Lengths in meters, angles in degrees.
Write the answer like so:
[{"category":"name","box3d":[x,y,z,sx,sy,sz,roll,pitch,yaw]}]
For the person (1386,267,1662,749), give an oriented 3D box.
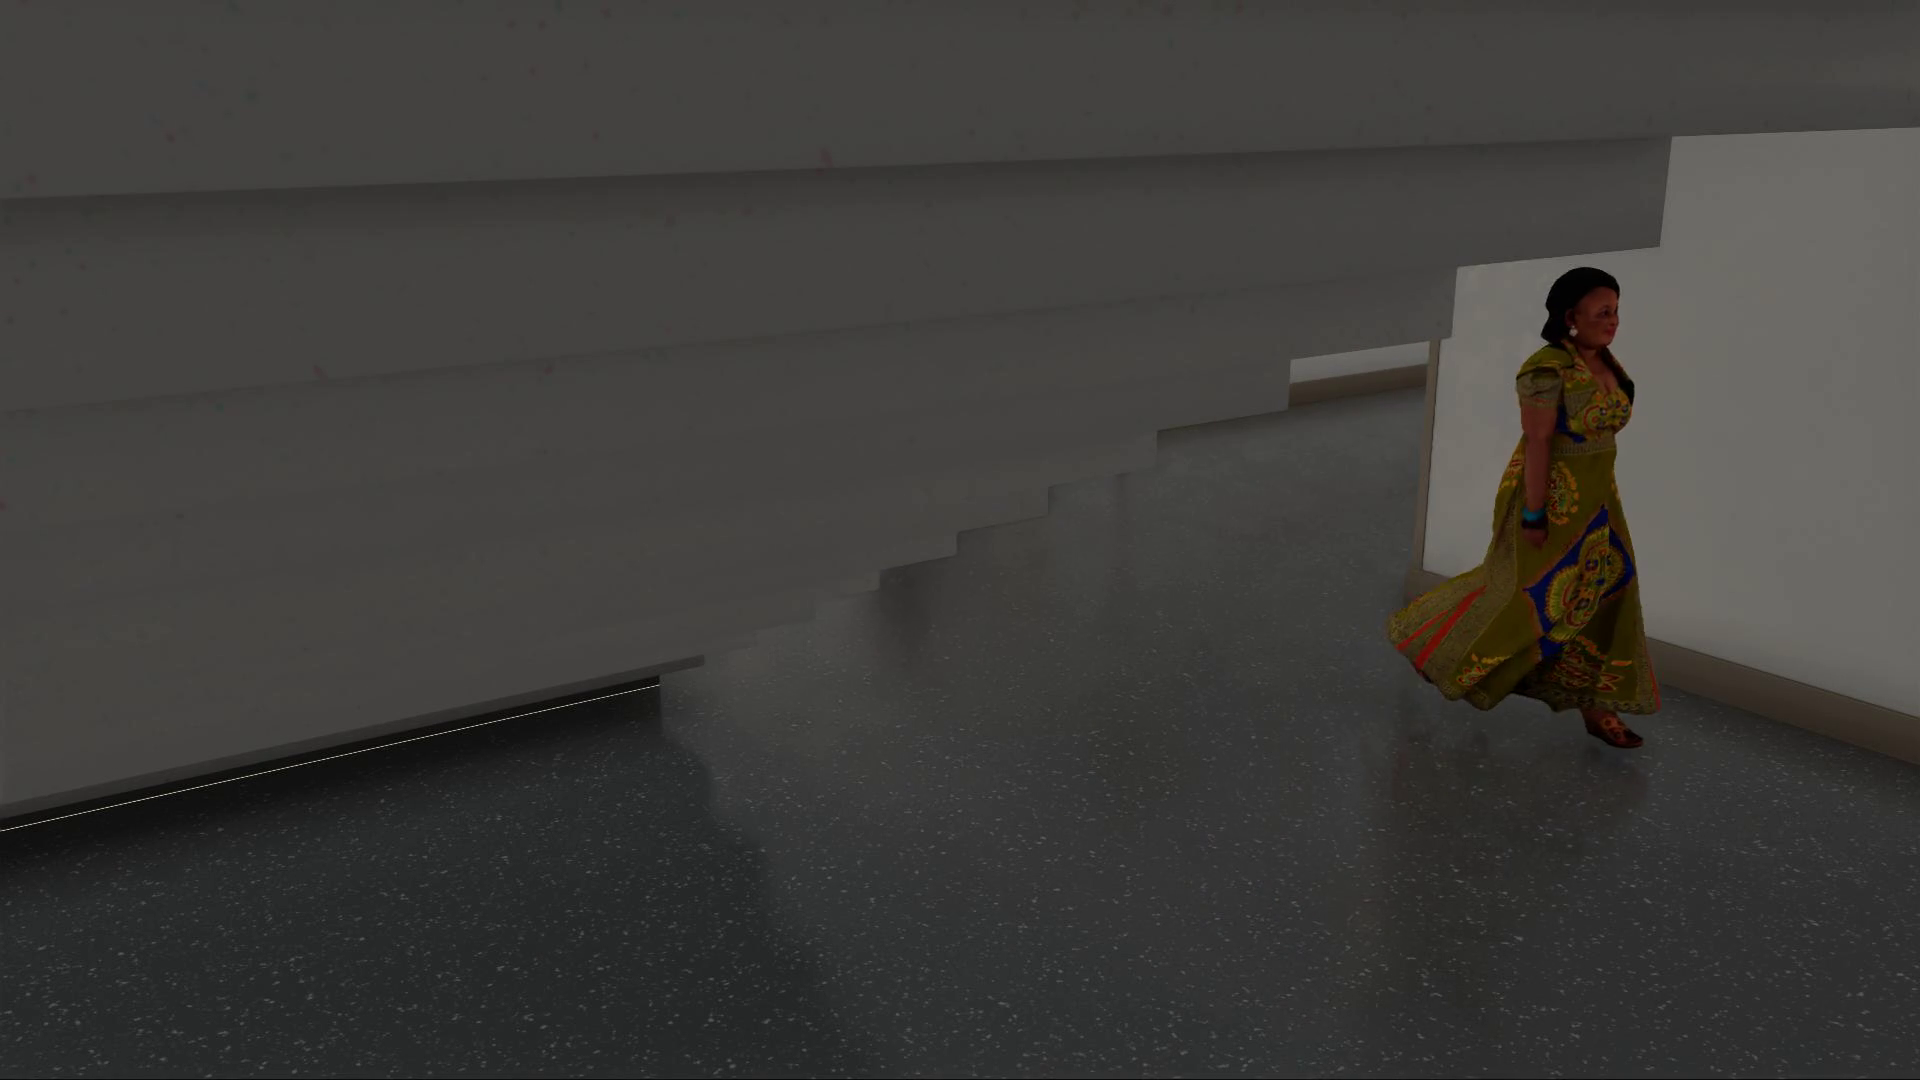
[{"category":"person","box3d":[1.987,-0.113,5.775,0.810,1.628,1.154,-13,20,-39]}]
